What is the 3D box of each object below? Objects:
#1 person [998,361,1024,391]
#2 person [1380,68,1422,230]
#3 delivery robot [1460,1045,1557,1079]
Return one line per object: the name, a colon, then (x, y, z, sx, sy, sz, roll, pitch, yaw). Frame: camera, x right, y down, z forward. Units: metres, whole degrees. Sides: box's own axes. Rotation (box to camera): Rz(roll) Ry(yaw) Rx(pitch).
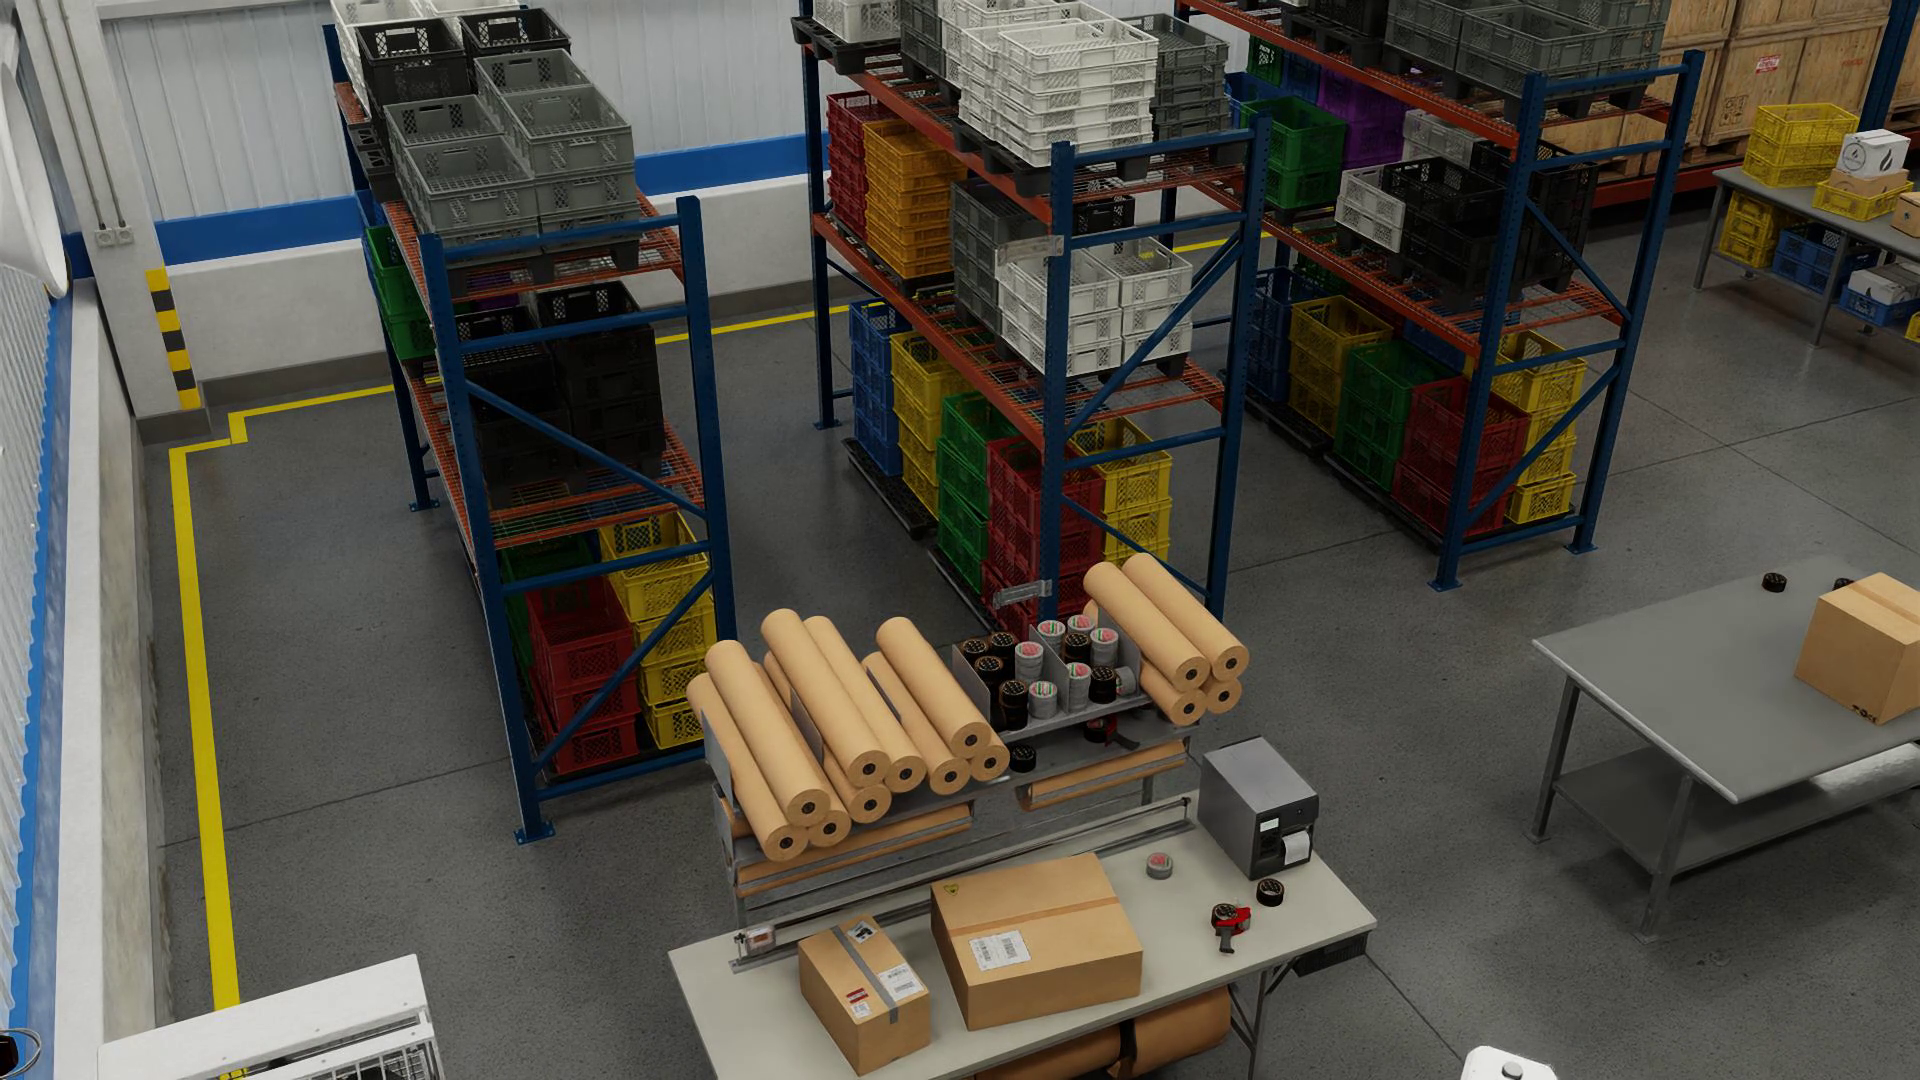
person: (0.388, -1.619, 11.104, 0.625, 1.843, 0.939, -13, 34, -20)
person: (3.595, -3.387, 13.866, 0.372, 1.940, 0.631, -14, 34, -22)
delivery robot: (1.945, 2.184, 6.042, 0.477, 0.478, 0.707, 14, 34, 22)
